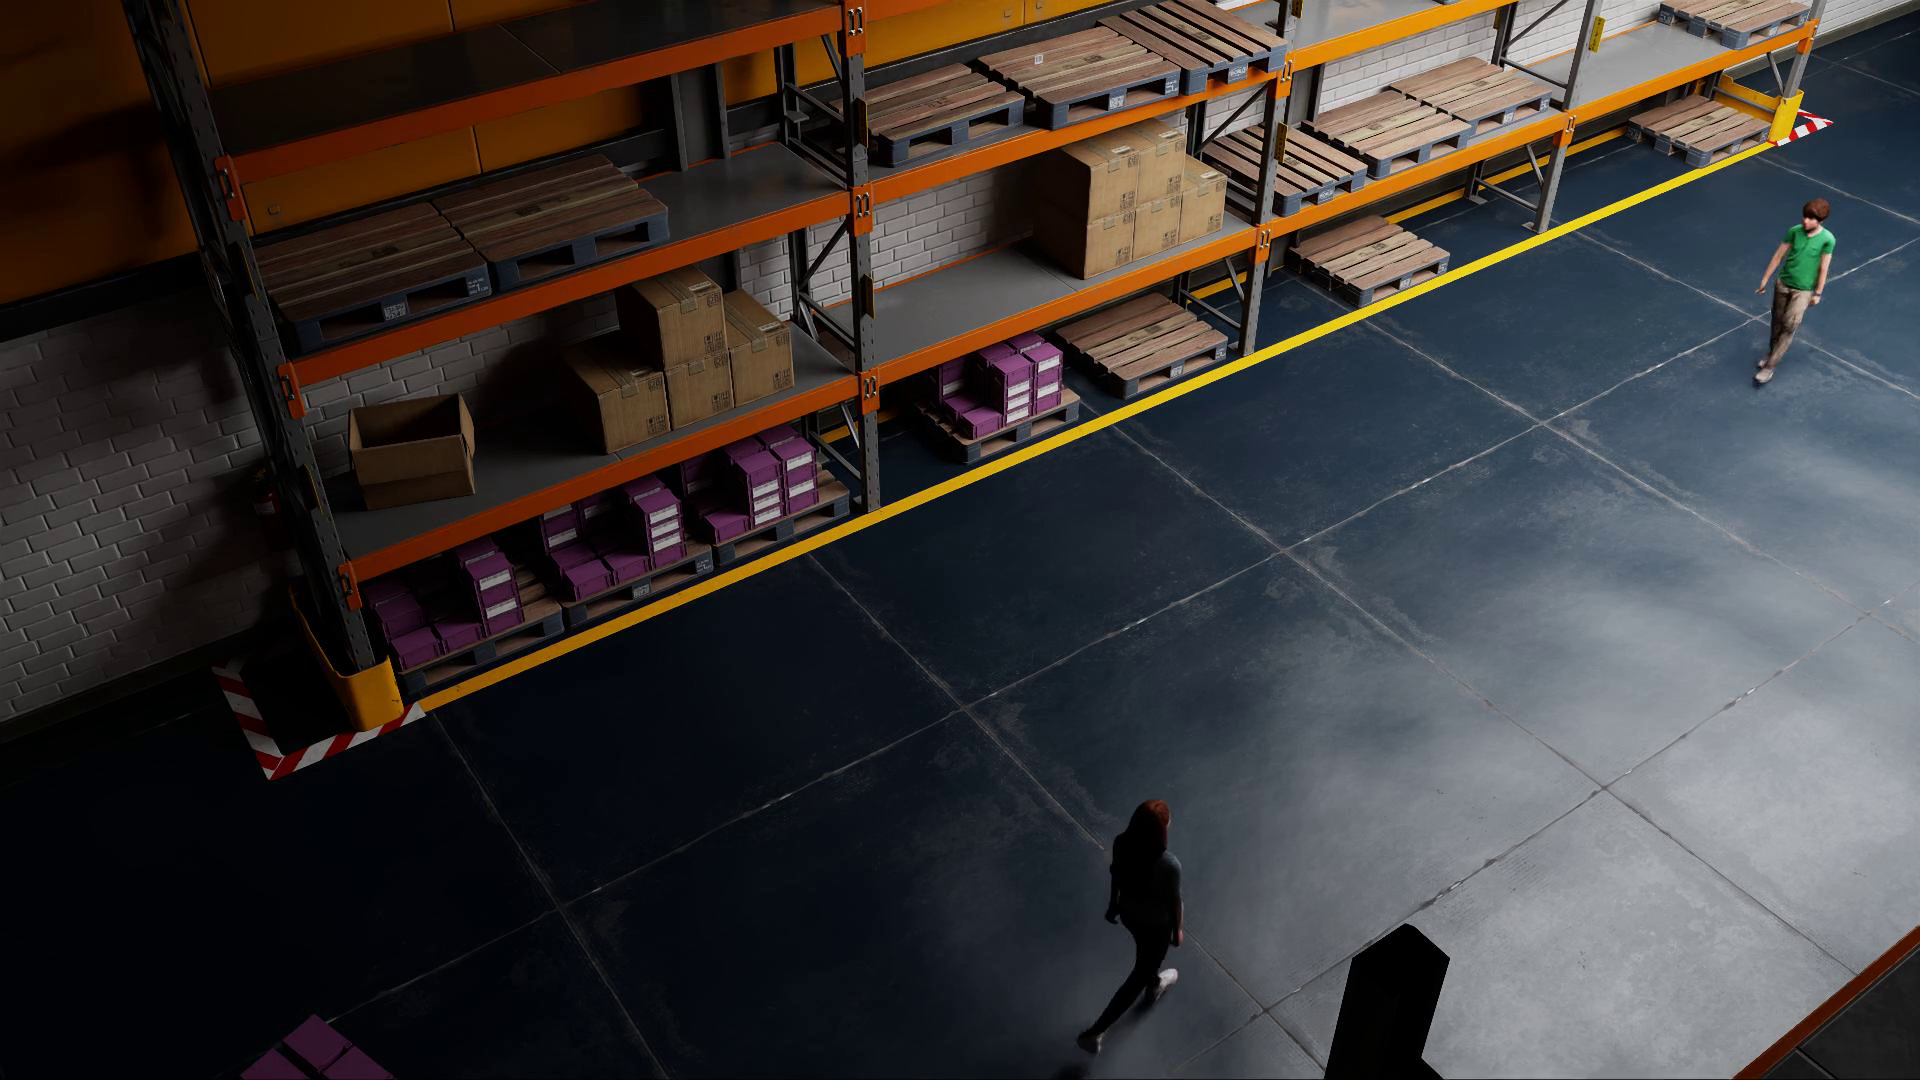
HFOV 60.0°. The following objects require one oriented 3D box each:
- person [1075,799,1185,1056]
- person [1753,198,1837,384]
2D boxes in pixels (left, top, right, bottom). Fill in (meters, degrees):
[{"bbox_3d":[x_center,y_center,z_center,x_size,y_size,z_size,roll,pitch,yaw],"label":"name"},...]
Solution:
[{"bbox_3d":[0.942,2.088,8.884,1.144,1.716,0.704,-32,48,-33],"label":"person"},{"bbox_3d":[7.231,-2.211,14.328,0.824,1.639,0.644,-28,46,-30],"label":"person"}]
